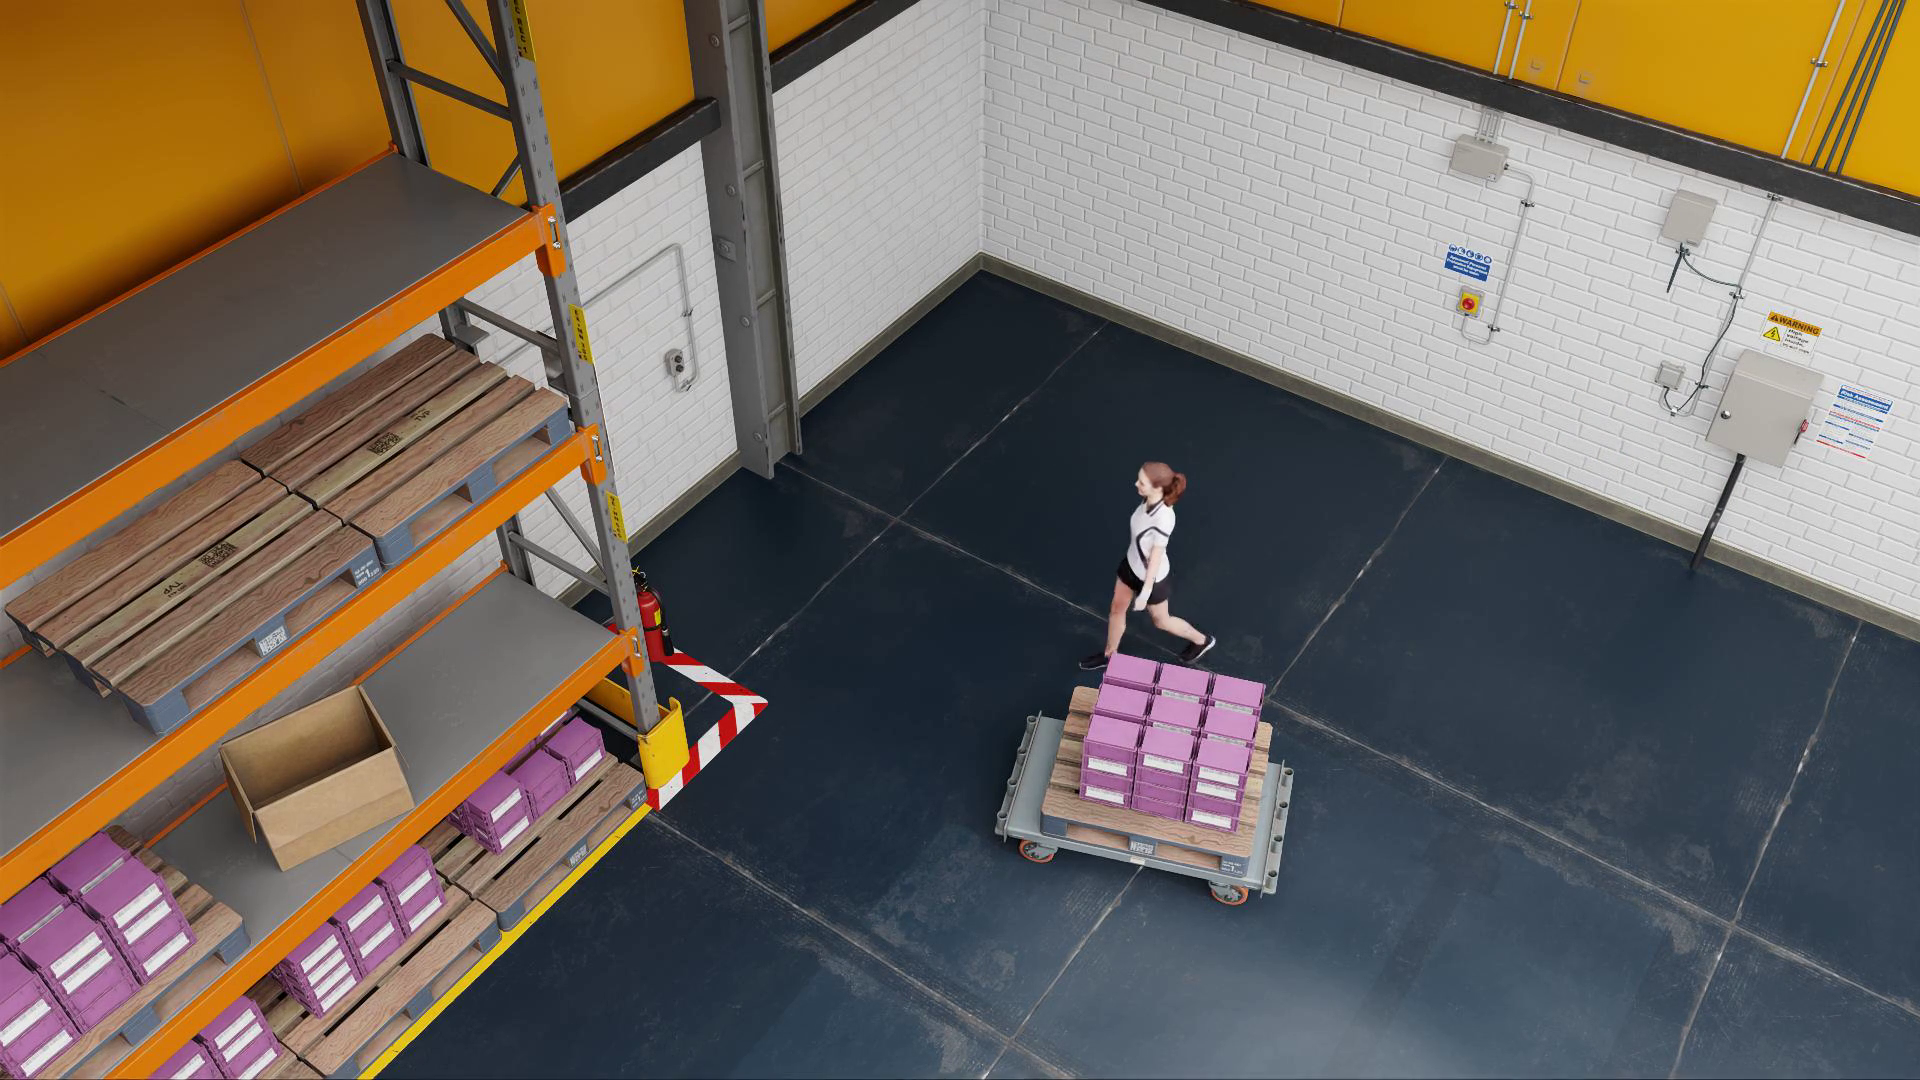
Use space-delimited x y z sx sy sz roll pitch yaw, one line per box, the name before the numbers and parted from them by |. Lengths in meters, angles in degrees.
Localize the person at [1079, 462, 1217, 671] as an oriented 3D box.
person | 1.267 0.216 10.442 1.151 1.719 1.056 -10 44 -10
